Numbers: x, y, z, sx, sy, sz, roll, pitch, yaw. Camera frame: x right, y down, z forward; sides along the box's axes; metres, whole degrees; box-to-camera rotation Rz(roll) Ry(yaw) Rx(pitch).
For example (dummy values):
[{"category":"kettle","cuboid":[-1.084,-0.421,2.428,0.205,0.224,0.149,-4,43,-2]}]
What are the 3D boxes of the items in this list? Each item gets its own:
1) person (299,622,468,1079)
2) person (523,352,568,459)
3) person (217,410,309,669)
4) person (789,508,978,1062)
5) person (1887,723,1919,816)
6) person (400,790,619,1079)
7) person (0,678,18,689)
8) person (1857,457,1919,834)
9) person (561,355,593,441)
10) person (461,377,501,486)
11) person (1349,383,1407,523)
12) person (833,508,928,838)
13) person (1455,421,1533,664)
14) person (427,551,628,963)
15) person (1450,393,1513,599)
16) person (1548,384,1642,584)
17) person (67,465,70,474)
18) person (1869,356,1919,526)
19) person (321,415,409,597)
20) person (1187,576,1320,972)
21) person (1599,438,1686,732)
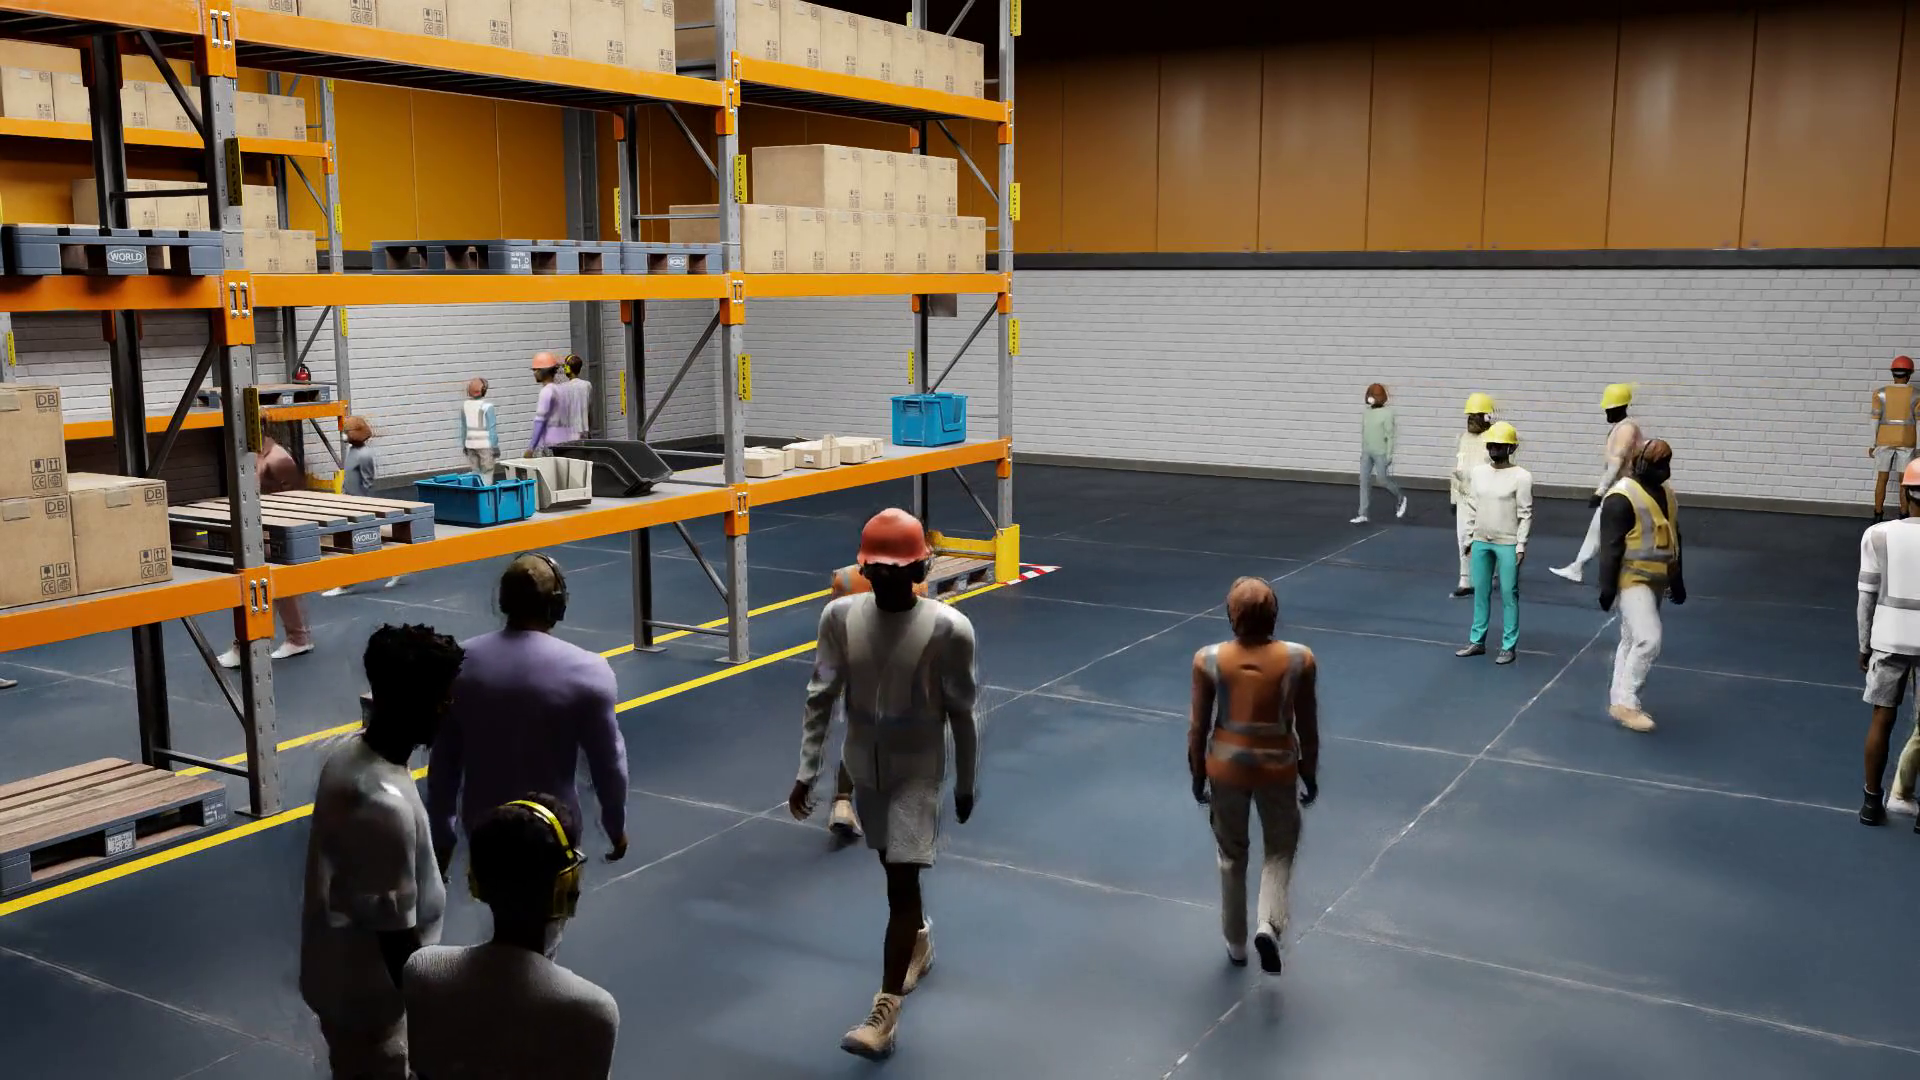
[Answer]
[{"category":"person","cuboid":[-1.512,1.169,4.442,0.542,1.935,0.632,-3,10,-21]},{"category":"person","cuboid":[-4.481,-1.054,18.175,1.053,1.993,0.610,-1,9,-4]},{"category":"person","cuboid":[-5.146,-0.012,11.993,0.673,1.869,0.915,8,12,41]},{"category":"person","cuboid":[-0.271,0.863,6.213,0.630,1.983,1.067,4,10,23]},{"category":"person","cuboid":[5.081,0.712,8.409,0.549,1.577,0.734,-4,10,-21]},{"category":"person","cuboid":[-0.894,1.398,3.387,0.541,1.816,0.967,2,9,15]},{"category":"person","cuboid":[-6.774,0.121,11.263,0.567,1.849,0.389,4,10,25]},{"category":"person","cuboid":[4.855,0.528,8.460,0.544,1.935,0.361,8,12,39]},{"category":"person","cuboid":[-4.626,-1.288,19.995,0.325,1.871,0.524,5,11,30]},{"category":"person","cuboid":[-5.659,-1.093,19.531,0.522,1.625,0.469,5,10,29]},{"category":"person","cuboid":[4.802,-0.995,18.998,0.653,1.617,0.501,-5,11,-30]},{"category":"person","cuboid":[-0.427,0.669,8.444,0.535,1.669,0.822,3,10,19]},{"category":"person","cuboid":[3.917,0.017,12.161,0.309,1.772,0.525,-8,12,-39]},{"category":"person","cuboid":[-1.438,0.980,5.706,0.640,1.903,0.825,2,9,14]},{"category":"person","cuboid":[4.540,-0.381,14.500,0.471,1.815,0.611,-6,11,-34]},{"category":"person","cuboid":[5.856,-0.467,14.897,0.997,1.861,0.592,2,9,13]},{"category":"person","cuboid":[-7.132,-0.144,12.936,0.625,1.846,0.429,5,10,27]},{"category":"person","cuboid":[10.440,-1.085,18.544,0.543,1.928,0.373,6,11,33]},{"category":"person","cuboid":[-5.310,-0.324,14.790,0.780,1.603,0.506,-5,11,-31]},{"category":"person","cuboid":[1.174,0.960,6.700,0.536,1.622,0.481,2,9,12]},{"category":"person","cuboid":[4.309,0.279,10.374,0.628,1.825,0.564,-8,12,-41]}]
